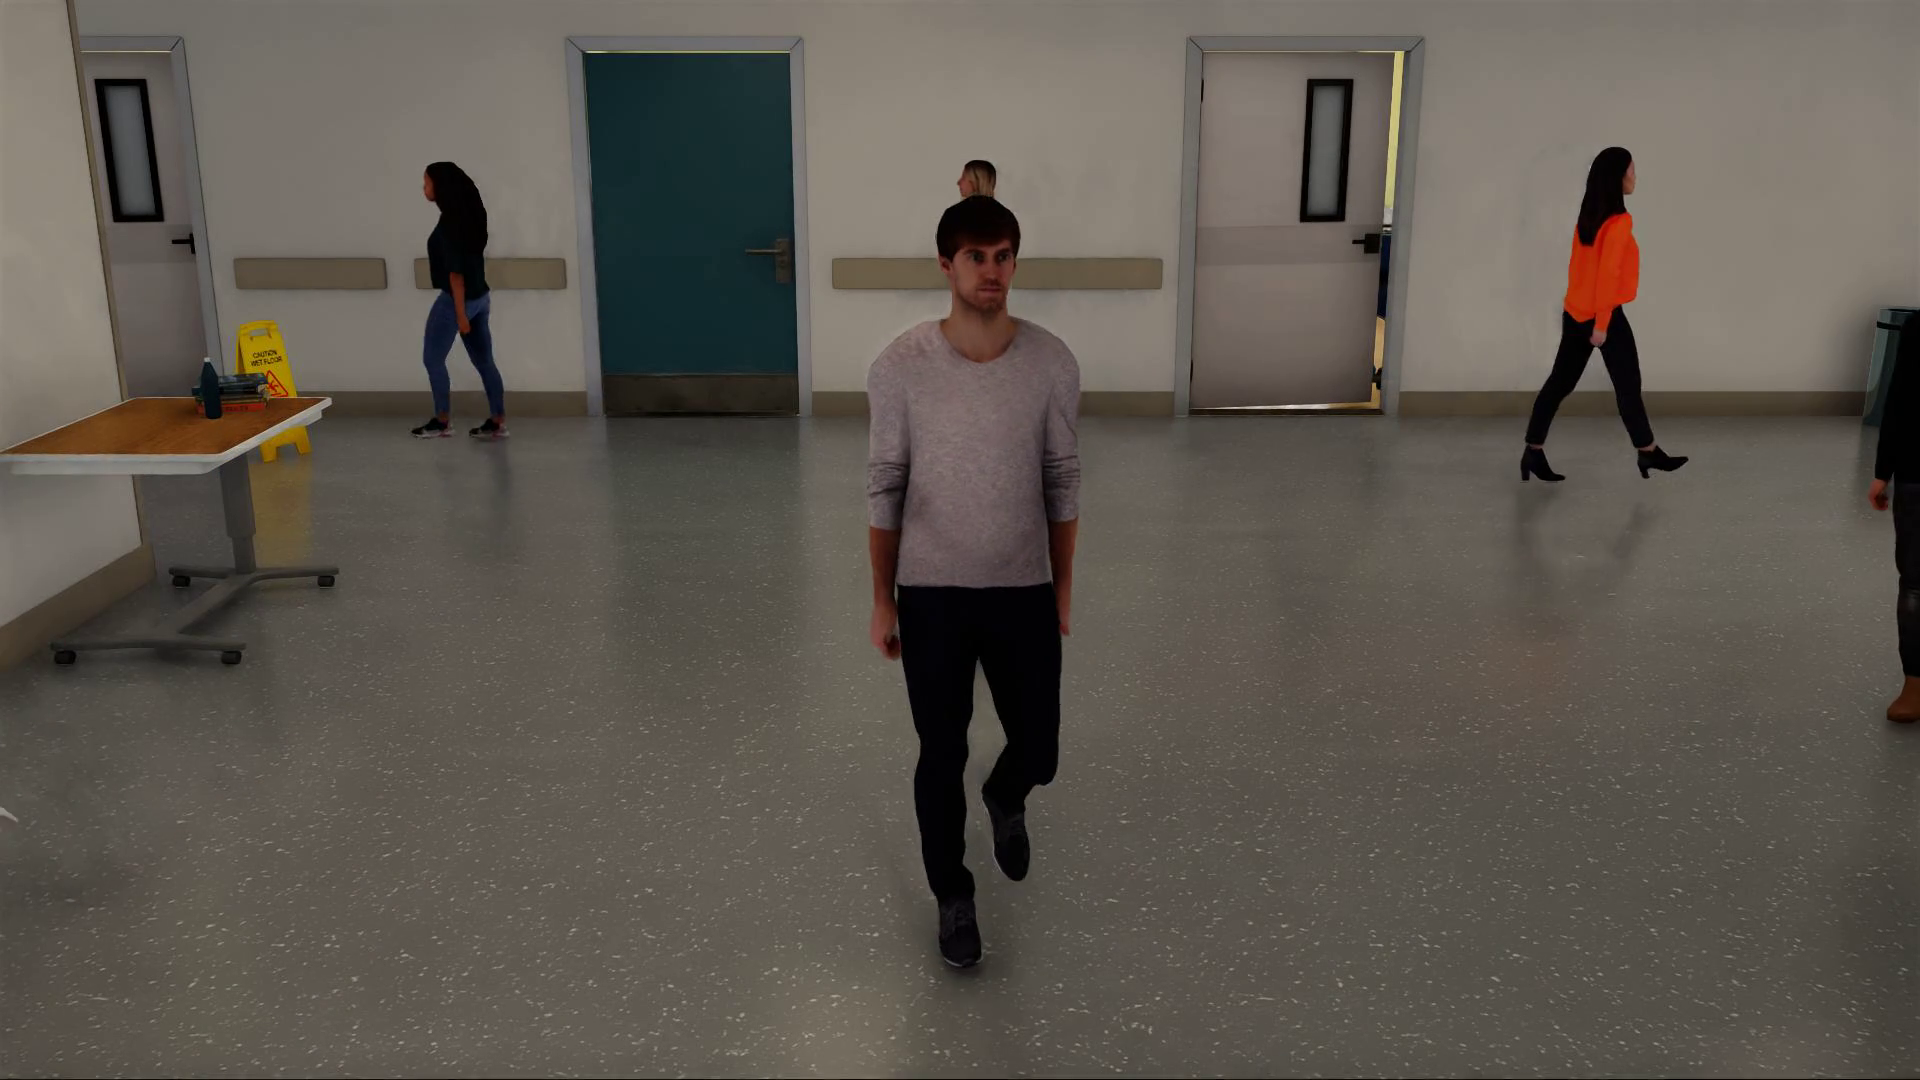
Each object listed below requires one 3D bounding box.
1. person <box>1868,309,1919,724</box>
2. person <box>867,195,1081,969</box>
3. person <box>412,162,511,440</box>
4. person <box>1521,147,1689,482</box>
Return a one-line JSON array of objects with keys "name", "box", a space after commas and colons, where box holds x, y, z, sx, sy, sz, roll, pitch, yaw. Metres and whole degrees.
[{"name": "person", "box": [3.299, -0.242, 5.447, 0.790, 1.716, 0.853, 14, 21, 41]}, {"name": "person", "box": [0.022, 0.097, 4.033, 0.734, 1.831, 0.762, -2, 16, -7]}, {"name": "person", "box": [-2.798, -1.361, 9.634, 0.794, 1.596, 0.653, 3, 16, 9]}, {"name": "person", "box": [3.151, -1.092, 8.481, 1.084, 1.706, 0.668, -1, 16, -3]}]
